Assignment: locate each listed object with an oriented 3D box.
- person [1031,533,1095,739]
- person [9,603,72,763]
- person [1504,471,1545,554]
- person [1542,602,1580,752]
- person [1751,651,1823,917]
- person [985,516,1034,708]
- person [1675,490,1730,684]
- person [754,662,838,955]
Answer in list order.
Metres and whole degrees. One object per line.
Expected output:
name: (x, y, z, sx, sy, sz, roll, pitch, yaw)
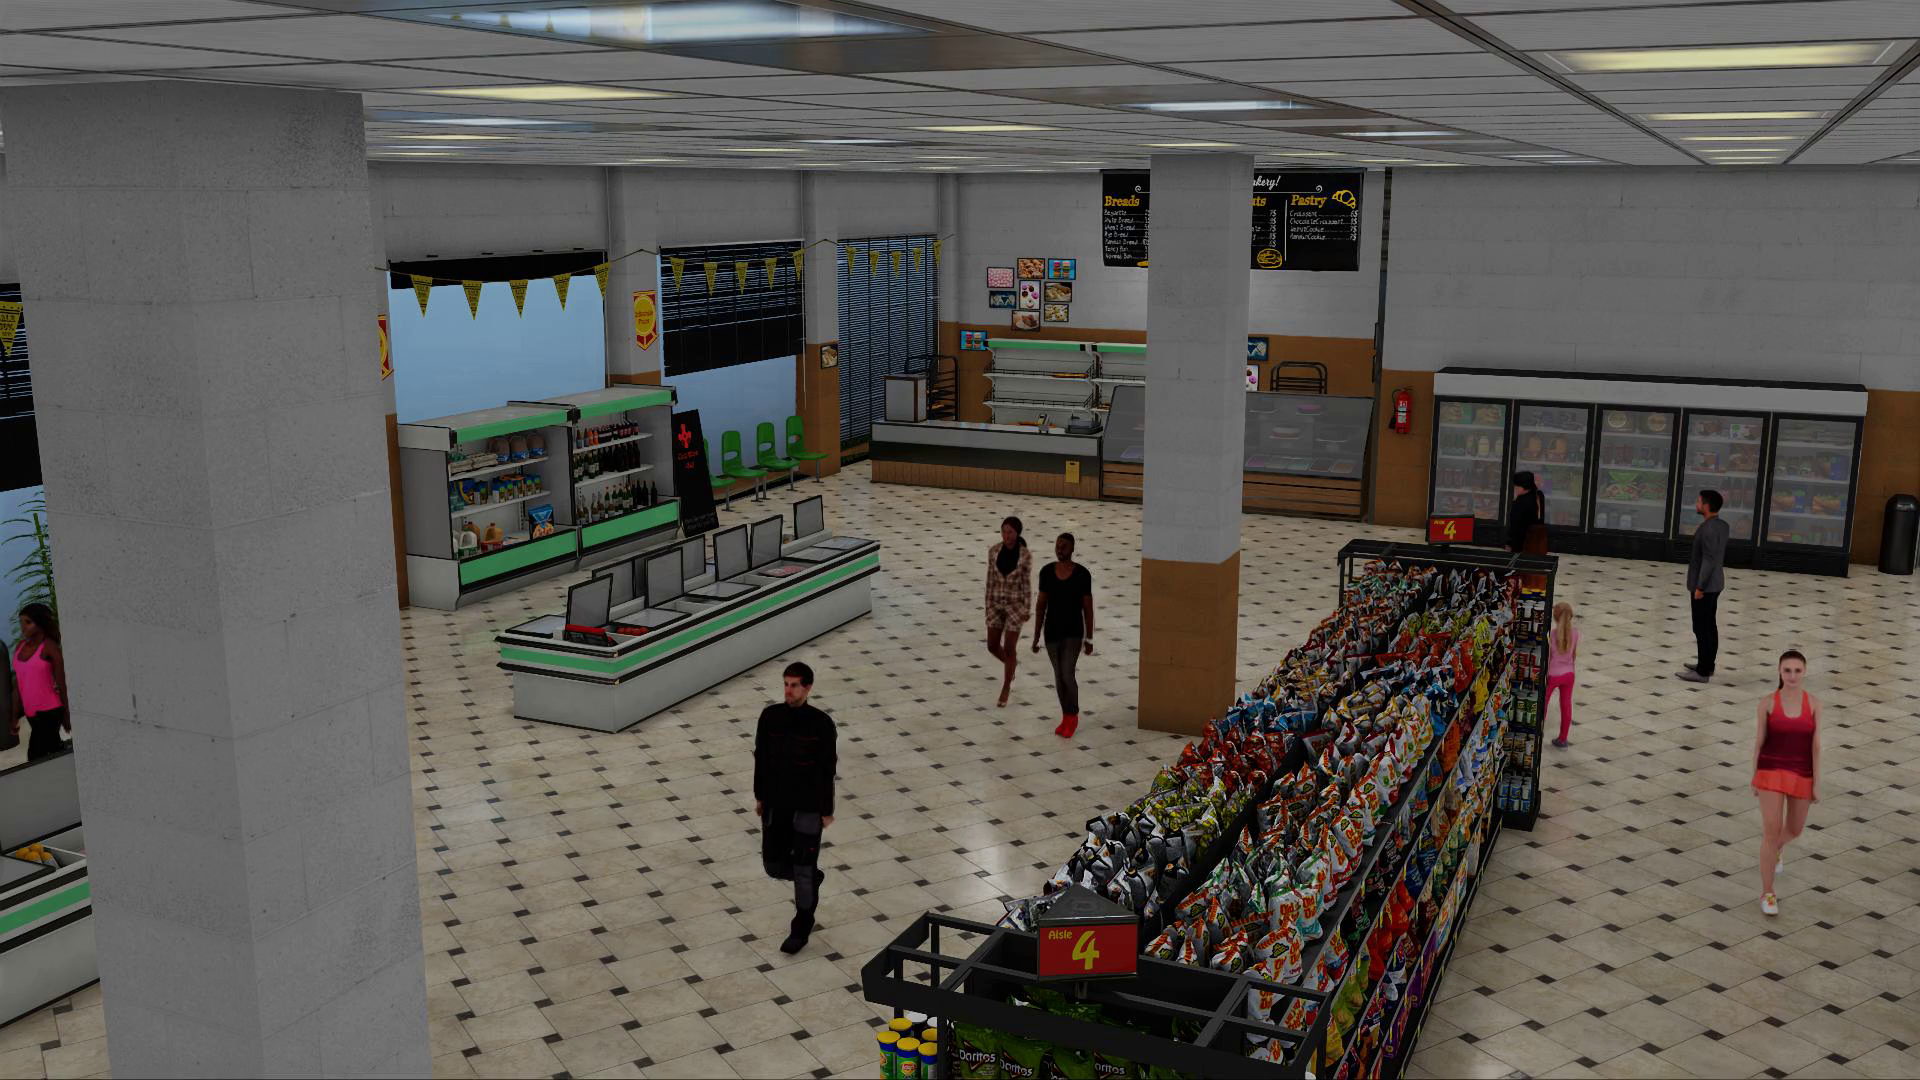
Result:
person: (0.953, 0.807, 14.561, 0.667, 1.793, 0.660, 7, 14, 29)
person: (-6.805, 1.296, 12.499, 0.550, 1.686, 1.142, 5, 13, 23)
person: (6.360, 0.039, 18.545, 0.750, 1.654, 0.898, -5, 13, -24)
person: (5.125, 1.167, 14.149, 0.672, 1.257, 0.792, 0, 12, -1)
person: (5.500, 1.573, 11.087, 0.708, 1.726, 1.112, 3, 12, 14)
person: (0.455, 0.643, 15.375, 0.639, 1.778, 0.800, 4, 13, 18)
person: (7.241, 0.436, 16.135, 0.795, 1.871, 0.594, 9, 15, 36)
person: (-0.999, 1.645, 10.505, 0.709, 1.825, 0.886, 5, 13, 24)
